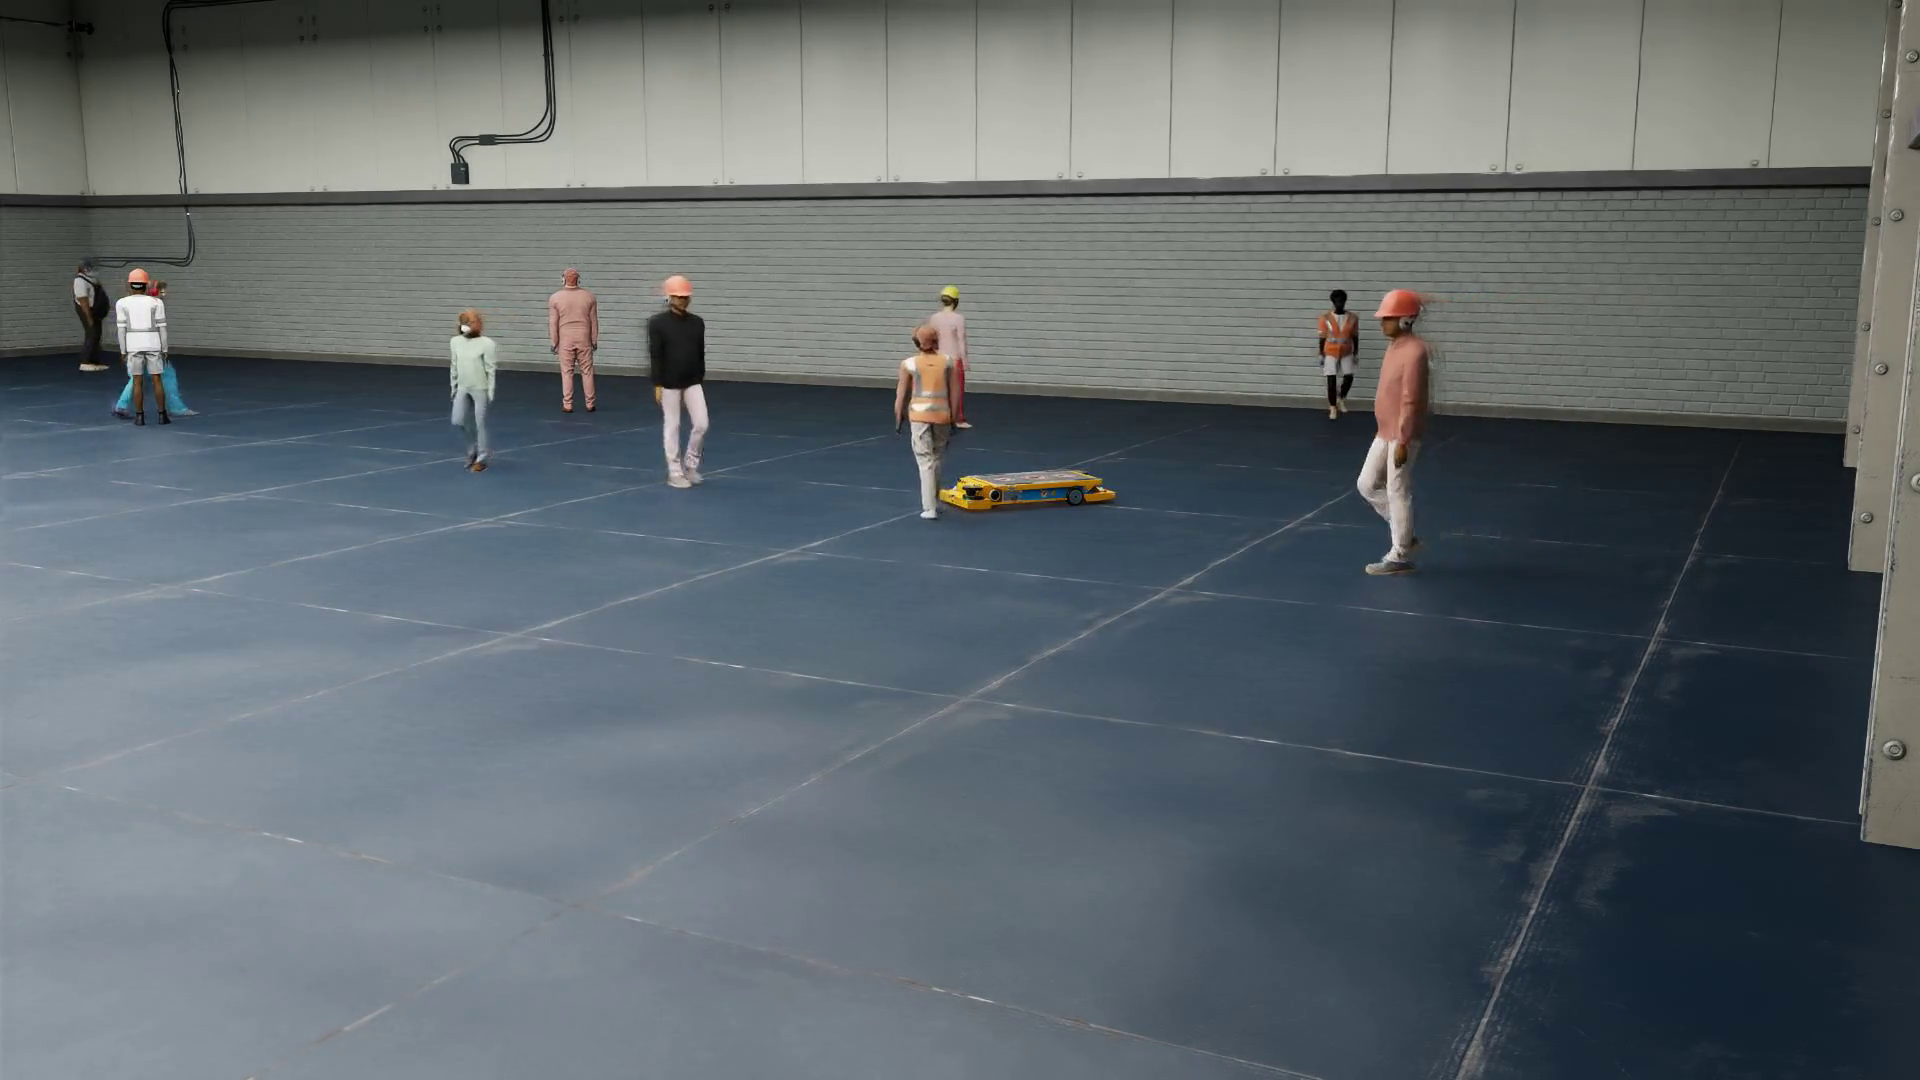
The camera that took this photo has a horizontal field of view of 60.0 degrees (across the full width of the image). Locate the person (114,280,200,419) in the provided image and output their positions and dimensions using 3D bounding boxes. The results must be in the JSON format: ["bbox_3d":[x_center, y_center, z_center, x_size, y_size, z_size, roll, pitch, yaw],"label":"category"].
[{"bbox_3d":[-10.402,-2.438,21.344,0.992,1.787,0.581,-9,14,-41],"label":"person"}]

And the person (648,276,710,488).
[{"bbox_3d":[-2.601,-1.456,15.458,0.622,1.977,0.448,-7,13,-34],"label":"person"}]

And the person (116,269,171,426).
[{"bbox_3d":[-10.133,-2.388,20.646,0.551,1.934,0.373,-5,11,-24],"label":"person"}]

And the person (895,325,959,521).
[{"bbox_3d":[-0.299,-0.995,13.947,0.530,1.600,0.751,-4,11,-19],"label":"person"}]

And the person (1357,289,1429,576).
[{"bbox_3d":[2.988,-0.727,11.439,0.436,1.982,0.627,0,10,-1],"label":"person"}]

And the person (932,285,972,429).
[{"bbox_3d":[-0.130,-2.196,20.106,0.542,1.754,0.626,9,14,41],"label":"person"}]

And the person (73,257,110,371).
[{"bbox_3d":[-15.075,-3.956,28.917,0.537,2.000,0.748,-3,11,-15],"label":"person"}]

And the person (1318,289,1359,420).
[{"bbox_3d":[4.830,-2.373,21.291,0.534,1.673,0.515,0,10,1],"label":"person"}]

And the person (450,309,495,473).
[{"bbox_3d":[-4.849,-1.477,16.517,0.520,1.620,0.341,3,11,16],"label":"person"}]

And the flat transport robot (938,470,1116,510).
[{"bbox_3d":[0.590,-0.453,14.645,1.431,0.197,0.652,-5,11,-23],"label":"flat transport robot"}]

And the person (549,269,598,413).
[{"bbox_3d":[-5.137,-2.647,22.140,0.636,1.911,0.404,-4,11,-21],"label":"person"}]
